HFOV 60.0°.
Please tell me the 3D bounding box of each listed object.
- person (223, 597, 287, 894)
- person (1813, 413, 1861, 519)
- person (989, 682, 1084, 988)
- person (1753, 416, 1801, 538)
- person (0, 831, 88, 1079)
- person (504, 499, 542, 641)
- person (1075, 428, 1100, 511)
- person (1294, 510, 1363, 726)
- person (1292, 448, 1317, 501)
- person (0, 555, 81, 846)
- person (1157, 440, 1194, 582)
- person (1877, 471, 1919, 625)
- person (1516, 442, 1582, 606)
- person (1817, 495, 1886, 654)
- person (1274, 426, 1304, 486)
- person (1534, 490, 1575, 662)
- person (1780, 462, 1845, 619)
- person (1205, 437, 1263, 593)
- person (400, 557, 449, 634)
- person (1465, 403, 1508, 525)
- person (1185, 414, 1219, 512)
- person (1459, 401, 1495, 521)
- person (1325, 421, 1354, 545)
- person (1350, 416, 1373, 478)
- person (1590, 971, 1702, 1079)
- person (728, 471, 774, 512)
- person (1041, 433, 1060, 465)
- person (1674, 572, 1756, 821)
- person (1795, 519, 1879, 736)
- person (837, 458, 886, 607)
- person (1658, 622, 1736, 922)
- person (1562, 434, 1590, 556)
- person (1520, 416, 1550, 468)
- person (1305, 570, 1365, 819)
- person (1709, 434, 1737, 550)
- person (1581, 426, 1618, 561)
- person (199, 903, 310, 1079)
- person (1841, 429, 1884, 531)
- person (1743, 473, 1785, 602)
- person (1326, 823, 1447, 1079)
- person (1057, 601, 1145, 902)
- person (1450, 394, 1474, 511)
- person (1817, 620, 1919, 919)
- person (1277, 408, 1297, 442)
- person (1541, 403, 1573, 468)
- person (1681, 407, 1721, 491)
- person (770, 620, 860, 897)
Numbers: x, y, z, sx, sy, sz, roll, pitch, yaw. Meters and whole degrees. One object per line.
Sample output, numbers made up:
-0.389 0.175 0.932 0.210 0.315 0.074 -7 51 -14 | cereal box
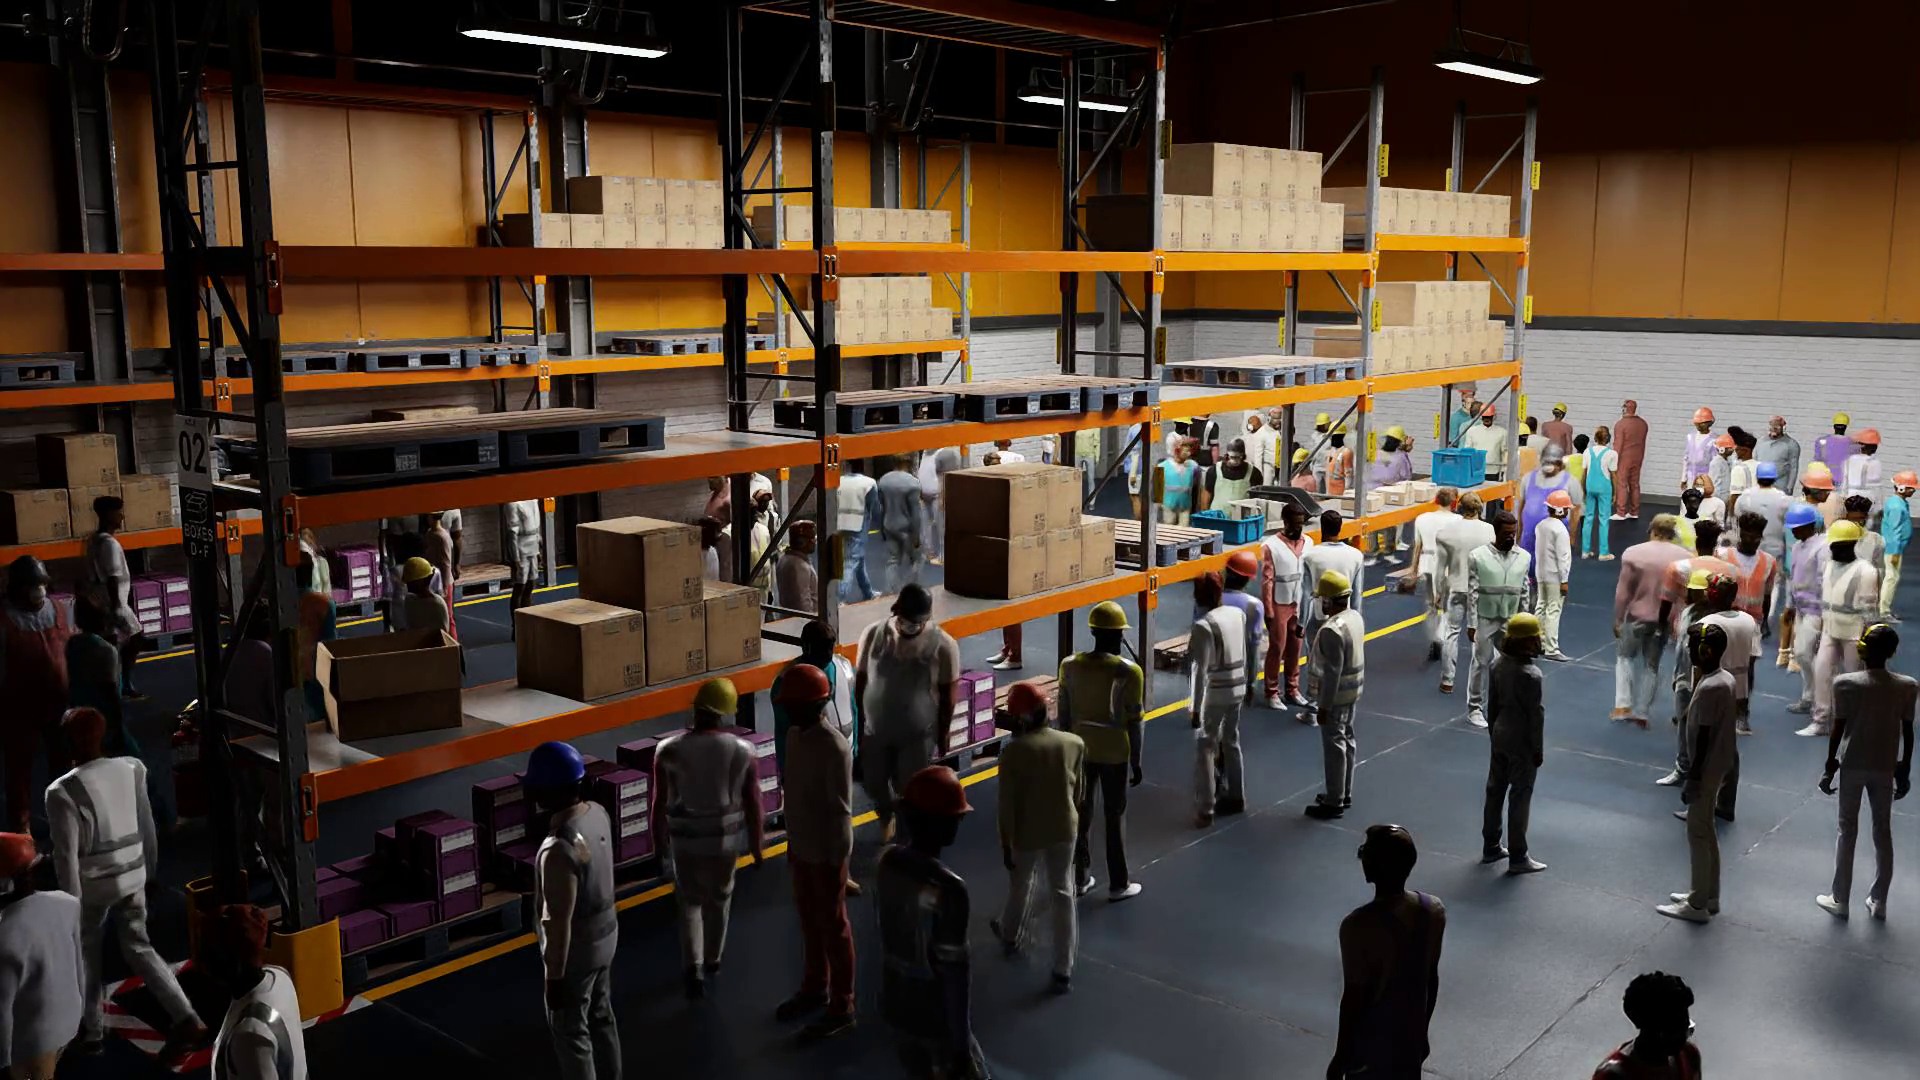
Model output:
-4.483 1.317 10.730 0.630 1.939 0.372 5 11 30 | person
12.523 -0.862 23.812 0.587 1.921 0.387 5 11 28 | person
0.439 1.637 9.545 0.592 1.683 0.891 -4 10 -20 | person
11.423 -0.793 23.408 0.409 1.913 0.647 -8 12 -39 | person
-3.827 2.054 6.992 0.745 1.721 0.566 1 10 4 | person
-4.646 0.126 17.856 0.379 1.931 0.548 2 10 14 | person
2.032 -1.349 27.176 0.526 1.762 0.339 2 10 14 | person
3.236 0.688 14.593 0.598 1.907 0.409 -3 10 -16 | person
4.222 -0.258 20.643 0.306 1.770 0.525 -4 10 -21 | person
-6.441 1.112 11.648 0.538 2.000 0.687 8 13 41 | person
2.762 -0.374 21.255 0.651 1.802 0.631 -3 10 -18 | person
10.542 0.082 18.700 0.354 1.737 0.576 6 11 30 | person
6.722 -0.129 19.054 0.698 2.000 0.607 7 12 36 | person
8.170 0.543 15.310 0.602 1.956 0.382 1 10 5 | person
4.872 -0.898 24.693 0.535 1.694 0.320 -6 11 -30 | person
6.075 0.360 16.994 0.326 1.751 0.559 -1 10 -7 | person
9.435 0.077 18.342 0.583 1.881 1.010 1 10 3 | person
3.238 -0.245 19.747 0.687 2.000 0.535 2 10 12 | person
-4.249 0.989 13.258 0.518 1.752 0.375 8 13 41 | person
7.767 -1.036 24.605 0.622 1.992 0.395 3 10 15 | person
3.699 -1.193 25.449 0.614 2.030 0.405 7 12 36 | person
7.938 -1.180 25.632 0.635 1.937 0.359 -3 10 -17 | person
5.096 -0.650 22.507 0.377 1.923 0.595 -2 10 -11 | person
6.216 -1.107 25.855 0.477 1.718 0.510 -4 10 -21 | person
2.335 2.278 5.761 0.545 1.685 0.321 -6 11 -33 | person
-2.435 -0.071 19.159 0.639 1.899 0.397 -5 11 -29 | person
1.519 -1.415 27.337 0.392 1.838 0.561 -3 10 -19 | person
5.470 1.150 12.000 0.575 1.843 0.374 -5 11 -28 | person
7.642 0.755 14.232 0.841 1.895 0.598 -2 10 -13 | person
-1.250 -0.114 19.527 0.607 1.871 1.001 6 11 33 | person
4.604 1.429 10.320 0.339 1.856 0.524 7 12 35 | person
8.552 -0.621 23.008 0.540 1.697 0.317 5 11 27 | person
8.332 -0.881 24.142 0.576 1.841 0.478 1 10 7 | person
2.741 1.126 12.199 0.404 1.827 0.590 6 11 30 | person
10.254 -0.549 22.416 0.327 1.753 0.562 6 11 33 | person
8.722 -0.637 22.670 0.345 1.847 0.506 -8 13 -41 | person
-2.439 2.165 5.827 0.338 1.882 0.582 -3 10 -16 | person
11.683 -0.475 21.477 0.399 1.922 0.553 -1 10 -7 | person
9.599 -0.068 19.889 0.511 1.641 0.308 9 13 42 | person
1.709 2.032 6.737 0.508 1.847 0.345 -5 11 -28 | person
0.906 1.343 10.617 0.589 1.924 0.383 5 11 30 | person
8.284 -1.433 27.238 0.636 1.911 0.406 -7 12 -34 | person
5.617 1.419 10.311 0.530 1.876 0.323 1 10 7 | person
4.842 -1.057 25.061 0.356 1.885 0.573 8 12 40 | person
9.827 -1.385 27.419 0.532 1.754 0.340 7 12 37 | person
10.435 -0.862 23.455 0.411 2.034 0.609 -4 10 -24 | person
-0.893 1.399 10.568 0.637 1.833 0.429 -9 13 -43 | person
